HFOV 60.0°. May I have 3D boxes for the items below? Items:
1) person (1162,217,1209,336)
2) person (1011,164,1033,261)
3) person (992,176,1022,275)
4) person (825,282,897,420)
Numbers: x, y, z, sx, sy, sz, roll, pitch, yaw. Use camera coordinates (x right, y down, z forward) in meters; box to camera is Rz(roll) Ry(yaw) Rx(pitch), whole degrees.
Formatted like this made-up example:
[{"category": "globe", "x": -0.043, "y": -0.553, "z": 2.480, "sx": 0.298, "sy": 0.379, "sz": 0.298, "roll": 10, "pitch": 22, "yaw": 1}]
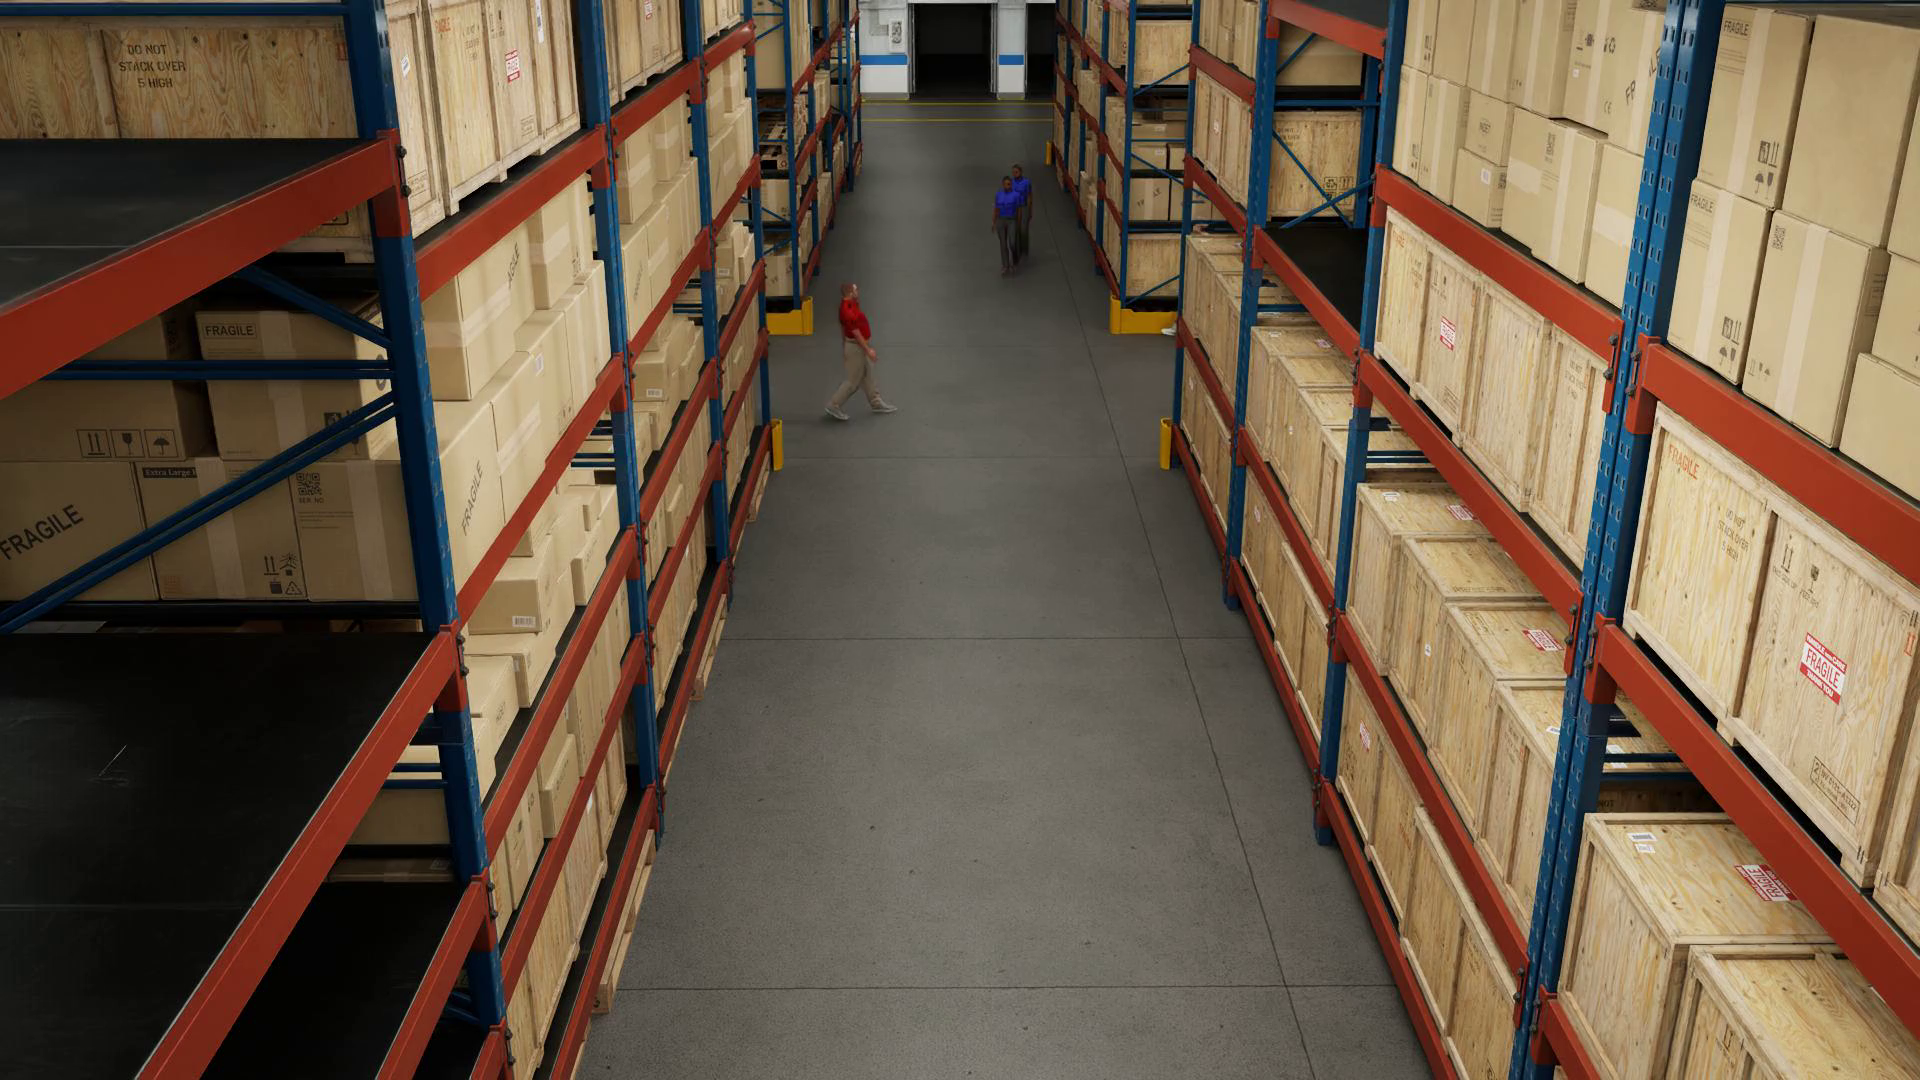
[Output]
[{"category": "person", "x": 3.404, "y": -3.816, "z": 24.198, "sx": 0.848, "sy": 1.791, "sz": 0.600, "roll": 15, "pitch": 26, "yaw": 33}, {"category": "person", "x": 1.035, "y": -5.775, "z": 29.294, "sx": 0.453, "sy": 1.677, "sz": 0.471, "roll": 8, "pitch": 23, "yaw": 19}, {"category": "person", "x": 0.782, "y": -5.312, "z": 28.072, "sx": 0.460, "sy": 1.662, "sz": 0.413, "roll": 7, "pitch": 23, "yaw": 17}, {"category": "person", "x": -1.238, "y": -2.353, "z": 20.542, "sx": 0.922, "sy": 1.690, "sz": 0.533, "roll": -2, "pitch": 22, "yaw": -6}]
